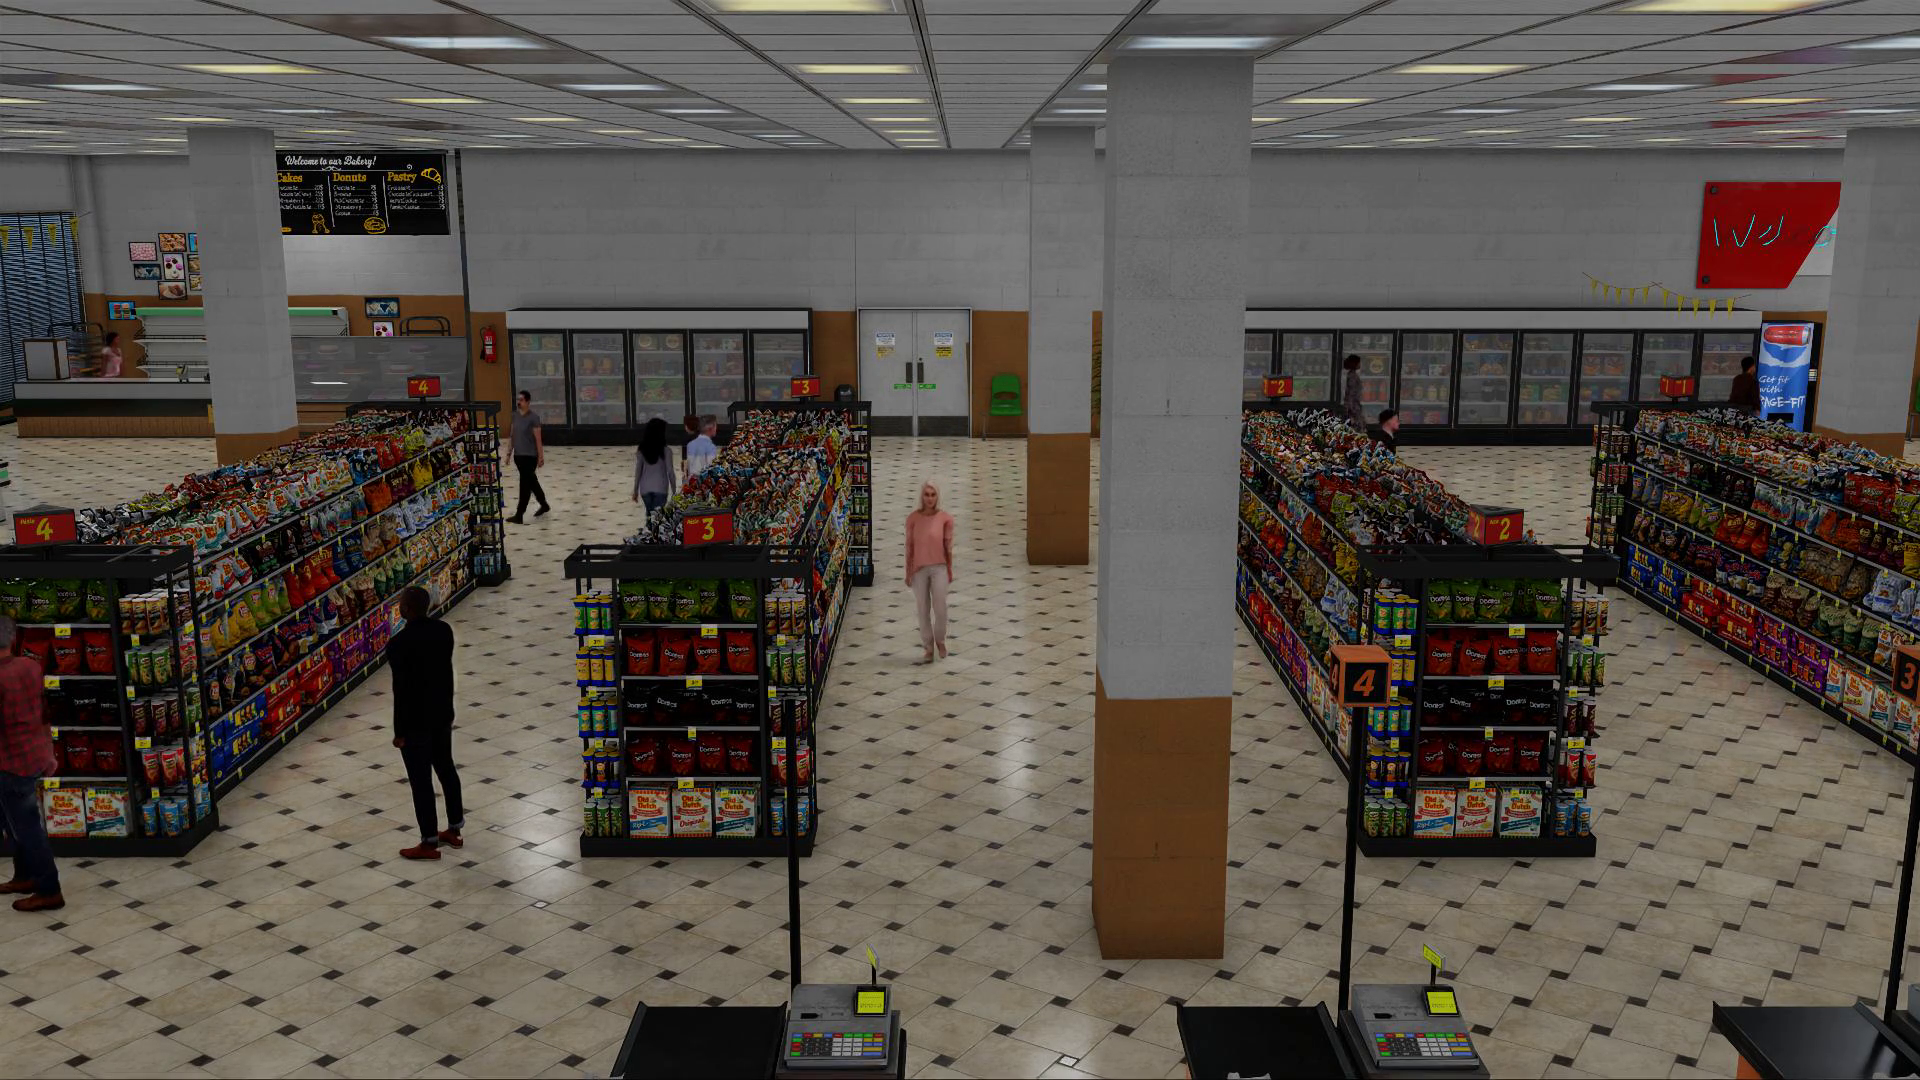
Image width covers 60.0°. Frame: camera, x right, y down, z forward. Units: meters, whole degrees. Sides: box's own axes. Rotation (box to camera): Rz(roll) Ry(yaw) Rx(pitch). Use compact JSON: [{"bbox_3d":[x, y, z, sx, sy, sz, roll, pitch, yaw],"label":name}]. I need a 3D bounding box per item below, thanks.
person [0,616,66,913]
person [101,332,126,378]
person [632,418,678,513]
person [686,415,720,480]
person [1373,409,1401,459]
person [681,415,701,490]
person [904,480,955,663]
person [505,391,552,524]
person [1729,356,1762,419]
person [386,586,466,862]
[{"bbox_3d":[-5.609,1.357,10.062,0.767,1.807,0.659,-1,12,-3],"label":"person"},{"bbox_3d":[-15.844,-2.977,30.910,0.742,1.700,0.939,3,12,15],"label":"person"},{"bbox_3d":[-3.572,-0.516,19.244,0.897,1.690,1.141,4,12,16],"label":"person"},{"bbox_3d":[-2.972,-0.504,18.926,1.092,1.797,1.178,10,16,40],"label":"person"},{"bbox_3d":[4.812,-0.596,19.324,0.790,1.813,1.087,1,12,5],"label":"person"},{"bbox_3d":[-3.455,-0.906,21.715,0.824,1.435,0.773,10,16,41],"label":"person"},{"bbox_3d":[-0.281,0.270,15.453,0.609,1.715,0.583,1,12,4],"label":"person"},{"bbox_3d":[-5.662,-1.098,21.949,1.028,1.715,1.228,8,14,32],"label":"person"},{"bbox_3d":[12.176,-1.956,25.959,0.957,1.741,1.090,-4,13,-19],"label":"person"},{"bbox_3d":[-3.489,1.183,10.865,0.836,1.818,0.699,6,13,25],"label":"person"}]
